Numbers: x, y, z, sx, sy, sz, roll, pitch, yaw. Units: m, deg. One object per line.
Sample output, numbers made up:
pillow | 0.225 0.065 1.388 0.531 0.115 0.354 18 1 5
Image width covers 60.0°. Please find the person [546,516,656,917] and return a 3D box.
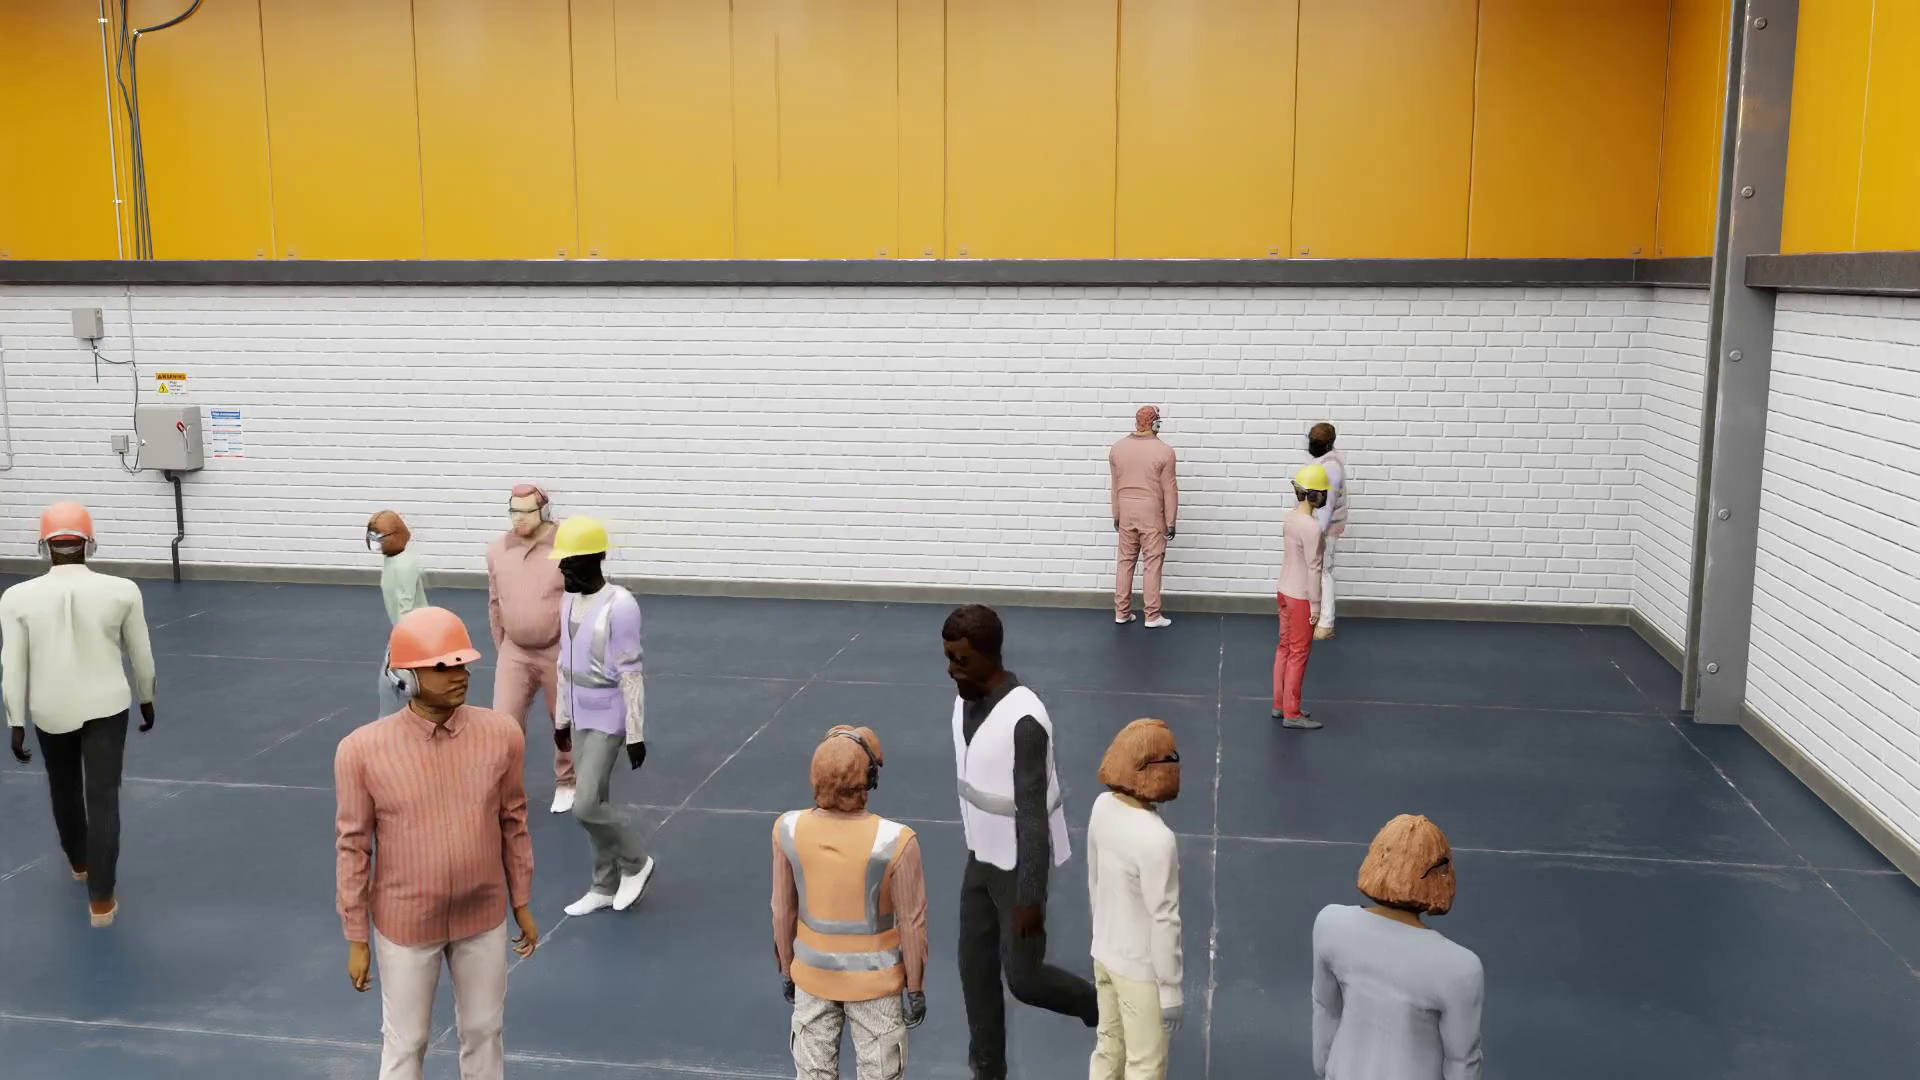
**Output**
person | -1.711 0.832 7.752 0.416 1.909 0.617 -8 12 -40

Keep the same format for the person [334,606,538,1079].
person | -1.648 1.190 5.286 0.622 1.996 0.371 -6 11 -34

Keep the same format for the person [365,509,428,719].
person | -3.395 0.599 10.156 0.804 1.594 0.521 -6 11 -34

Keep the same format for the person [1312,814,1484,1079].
person | 1.140 1.520 4.405 0.494 1.624 0.288 9 13 43

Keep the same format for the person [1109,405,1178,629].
person | 1.581 -0.198 14.166 0.642 1.903 0.402 7 11 35

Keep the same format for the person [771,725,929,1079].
person | -0.343 1.384 5.181 0.515 1.645 0.309 3 10 18

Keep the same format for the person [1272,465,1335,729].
person | 2.290 0.375 11.060 0.345 1.756 0.518 -2 9 -10

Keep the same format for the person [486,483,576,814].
person | -2.331 0.637 9.096 0.647 1.878 0.820 1 9 7

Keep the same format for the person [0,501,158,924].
person | -4.197 0.782 7.975 0.642 1.937 1.016 -4 10 -25

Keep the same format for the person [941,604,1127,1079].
person | 0.254 1.141 5.942 0.752 1.883 0.647 -4 10 -24

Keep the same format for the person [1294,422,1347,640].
person | 2.981 -0.090 13.811 0.432 1.814 0.781 1 9 8

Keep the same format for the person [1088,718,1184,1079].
person | 0.575 1.367 5.326 0.297 1.631 0.520 -4 10 -21
